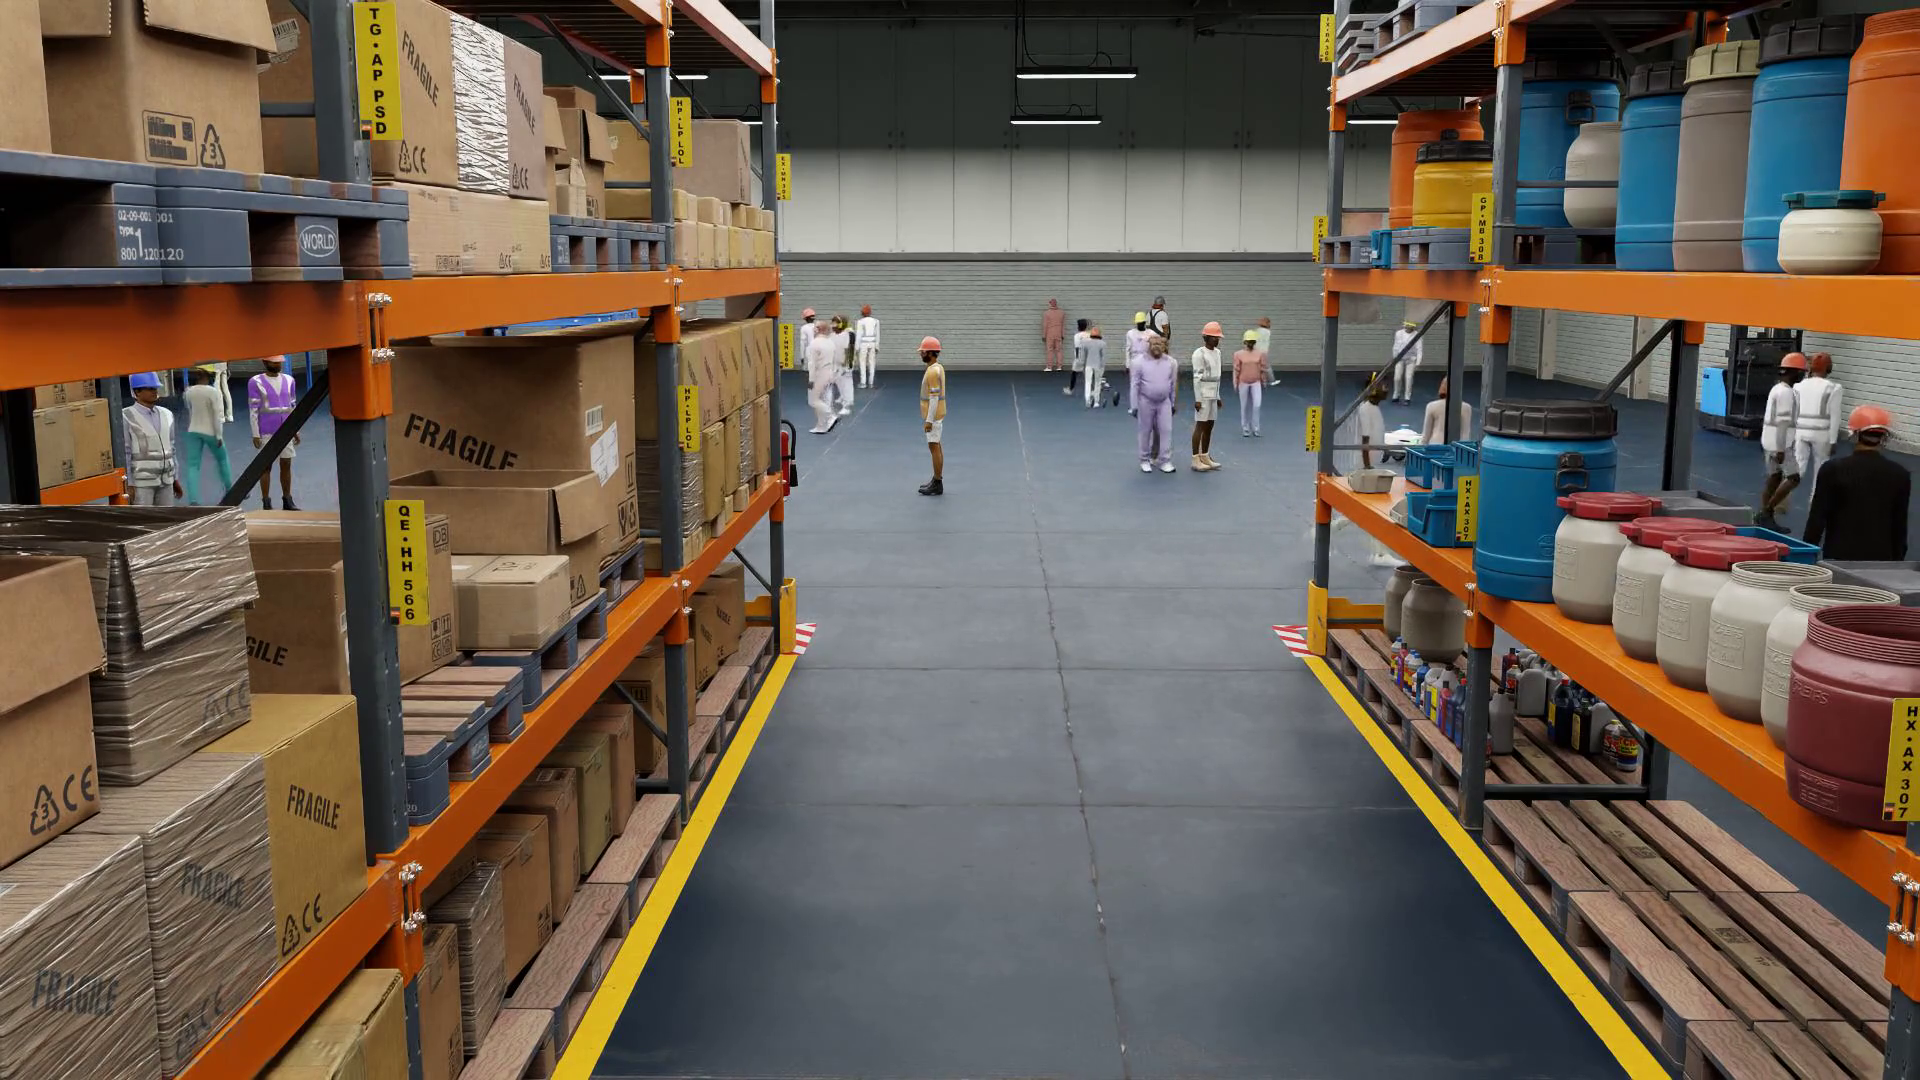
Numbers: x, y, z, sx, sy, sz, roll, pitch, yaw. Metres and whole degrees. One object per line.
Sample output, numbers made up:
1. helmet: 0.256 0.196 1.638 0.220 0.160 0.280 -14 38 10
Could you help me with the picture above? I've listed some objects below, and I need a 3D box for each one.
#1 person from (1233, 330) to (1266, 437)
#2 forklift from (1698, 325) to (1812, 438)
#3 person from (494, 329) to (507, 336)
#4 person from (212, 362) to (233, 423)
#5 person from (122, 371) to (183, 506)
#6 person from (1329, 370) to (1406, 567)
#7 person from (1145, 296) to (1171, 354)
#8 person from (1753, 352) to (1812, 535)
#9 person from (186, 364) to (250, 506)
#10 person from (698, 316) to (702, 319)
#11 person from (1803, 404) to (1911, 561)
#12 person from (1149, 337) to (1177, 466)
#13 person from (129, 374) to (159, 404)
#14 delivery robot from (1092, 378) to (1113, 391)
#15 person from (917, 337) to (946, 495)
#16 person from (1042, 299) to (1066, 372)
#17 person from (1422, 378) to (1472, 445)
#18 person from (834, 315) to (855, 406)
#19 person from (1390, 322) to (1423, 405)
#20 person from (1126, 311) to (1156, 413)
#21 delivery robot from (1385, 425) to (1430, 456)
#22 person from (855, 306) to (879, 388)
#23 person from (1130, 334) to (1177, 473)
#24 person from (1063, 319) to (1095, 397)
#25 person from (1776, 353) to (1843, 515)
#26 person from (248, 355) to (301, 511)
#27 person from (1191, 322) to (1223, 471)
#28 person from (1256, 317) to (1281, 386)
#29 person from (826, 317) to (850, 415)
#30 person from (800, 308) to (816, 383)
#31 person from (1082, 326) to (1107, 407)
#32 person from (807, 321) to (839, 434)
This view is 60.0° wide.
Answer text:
1. person: 4.731 -2.537 27.102 0.557 1.737 0.749 0 9 3
2. forklift: 13.248 -3.165 27.620 1.129 2.768 1.873 0 9 1
3. person: -11.299 -4.737 40.506 0.665 1.675 0.541 4 10 21
4. person: -13.275 -3.035 29.739 0.310 1.868 0.532 3 10 17
5. person: -7.011 -0.515 14.402 0.384 1.951 0.605 3 10 20
6. person: 3.819 -0.683 15.724 0.782 1.852 0.523 5 11 29
7. person: 4.858 -4.883 40.423 0.537 2.000 0.679 -7 12 -37
8. person: 8.626 -1.000 17.406 0.432 1.917 0.543 3 10 15
9. person: -8.747 -1.241 19.404 0.545 1.715 0.872 2 10 15
10. person: -6.031 -4.401 38.707 0.831 1.591 0.541 7 12 34
11. person: 5.801 0.105 10.690 0.603 1.955 0.950 -1 10 -8
12. person: 2.860 -1.997 23.704 0.521 1.816 0.915 7 12 35
13. person: -11.327 -1.946 23.057 0.392 1.922 0.593 -5 11 -28
14. delivery robot: 2.863 -3.119 33.239 0.335 0.223 0.699 4 10 22
15. person: -0.356 -1.542 20.587 0.360 1.939 0.543 1 10 5
16. person: 2.439 -5.364 43.594 0.640 1.904 0.409 -4 10 -22
17. person: 5.414 -1.023 18.543 0.518 1.584 0.872 3 10 17
18. person: -2.309 -3.591 33.261 0.468 1.816 0.651 -8 12 -38
19. person: 8.953 -3.591 33.306 0.617 1.787 0.486 6 11 32
20. person: 3.455 -3.381 31.659 0.605 1.931 0.390 4 10 22
21. delivery robot: 6.349 -1.407 23.759 0.477 0.478 0.707 -8 13 -40
22. person: -2.122 -4.400 37.947 0.621 1.867 0.377 -6 11 -33
23. person: 2.647 -1.824 22.448 0.679 1.870 0.898 -2 10 -11
24. person: 2.601 -3.885 35.468 0.544 1.646 0.897 -9 13 -42
25. person: 9.417 -1.143 18.451 0.743 1.865 0.588 -7 12 -35
26. person: -7.713 -1.238 18.777 0.368 1.933 0.553 8 13 40
27. person: 3.435 -1.978 22.894 0.393 2.039 0.613 8 12 38
28. person: 7.042 -4.350 38.459 0.842 1.585 0.503 -6 11 -33
29. person: -2.325 -3.250 31.138 0.515 1.841 0.829 6 11 32
30. person: -3.032 -3.816 34.291 0.581 1.906 0.468 -4 10 -25
31. person: 2.622 -3.398 32.669 0.509 1.612 0.666 2 10 14
32. person: -2.276 -2.690 27.618 0.551 1.887 0.660 5 10 25
